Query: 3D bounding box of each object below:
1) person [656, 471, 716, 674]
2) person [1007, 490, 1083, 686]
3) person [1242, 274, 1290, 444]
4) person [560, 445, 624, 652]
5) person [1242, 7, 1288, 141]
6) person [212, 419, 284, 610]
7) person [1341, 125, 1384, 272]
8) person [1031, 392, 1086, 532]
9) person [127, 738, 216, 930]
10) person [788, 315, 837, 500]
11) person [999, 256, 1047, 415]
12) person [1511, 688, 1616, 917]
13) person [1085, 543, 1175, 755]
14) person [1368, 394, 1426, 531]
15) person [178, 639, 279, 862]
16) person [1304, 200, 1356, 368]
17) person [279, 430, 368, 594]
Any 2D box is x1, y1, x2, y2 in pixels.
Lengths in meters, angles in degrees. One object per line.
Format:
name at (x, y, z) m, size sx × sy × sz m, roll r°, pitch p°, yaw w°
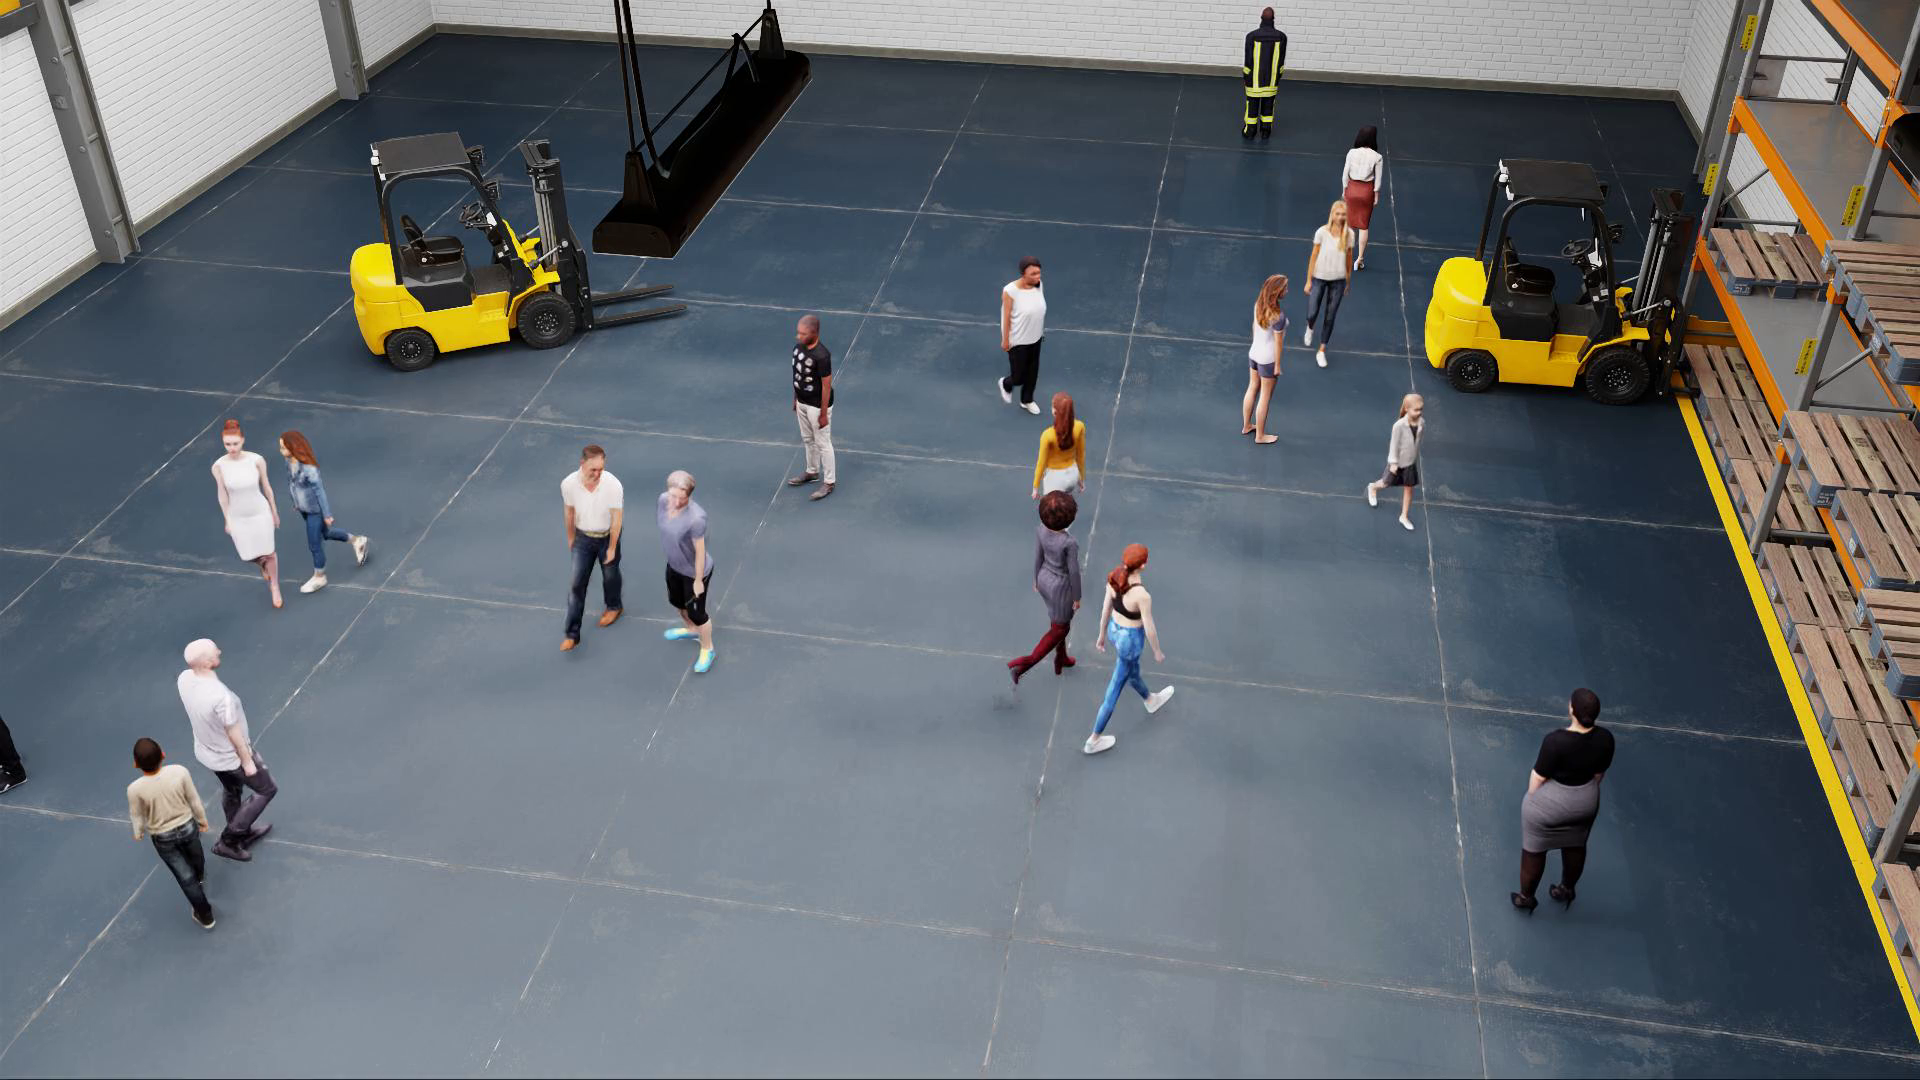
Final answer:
person at (-2.115, 0.197, 13.013) m, size 0.929 × 1.848 × 0.942 m, roll -19°, pitch 38°, yaw -27°
person at (0.684, 0.428, 12.810) m, size 1.063 × 1.688 × 0.956 m, roll -26°, pitch 41°, yaw -33°
person at (2.942, -1.760, 16.066) m, size 0.741 × 1.728 × 0.649 m, roll -13°, pitch 36°, yaw -19°
person at (-2.861, -0.043, 13.419) m, size 0.713 × 1.798 × 1.044 m, roll 6°, pitch 34°, yaw 10°
person at (4.210, -6.490, 23.095) m, size 0.802 × 1.823 × 0.748 m, roll -2°, pitch 34°, yaw -2°
person at (-5.828, -0.224, 13.707) m, size 0.776 × 1.780 × 0.866 m, roll -11°, pitch 35°, yaw -16°
person at (4.661, -3.993, 19.405) m, size 0.635 × 1.751 × 0.572 m, roll 12°, pitch 35°, yaw 18°
person at (0.905, -0.433, 14.059) m, size 0.794 × 1.740 × 0.855 m, roll -19°, pitch 38°, yaw -26°
person at (-5.059, 1.932, 10.770) m, size 0.919 × 1.441 × 0.922 m, roll 28°, pitch 43°, yaw 35°
person at (-1.332, -1.252, 15.232) m, size 0.804 × 1.805 × 0.757 m, roll -24°, pitch 41°, yaw -32°
person at (0.608, -2.059, 16.564) m, size 0.839 × 1.675 × 0.902 m, roll -24°, pitch 40°, yaw -31°
person at (3.927, 1.718, 10.811) m, size 0.761 × 1.753 × 0.757 m, roll -6°, pitch 34°, yaw -9°
person at (1.133, 0.834, 12.147) m, size 1.148 × 1.746 × 1.100 m, roll -21°, pitch 39°, yaw -28°
person at (3.947, -0.755, 14.981) m, size 0.733 × 1.255 × 0.924 m, roll -9°, pitch 35°, yaw -13°
person at (-4.970, 1.464, 11.130) m, size 0.890 × 1.822 × 0.923 m, roll 20°, pitch 38°, yaw 27°
person at (3.848, -2.734, 17.465) m, size 0.663 × 1.802 × 0.809 m, roll 2°, pitch 34°, yaw 3°
person at (-5.425, -0.300, 14.116) m, size 0.861 × 1.455 × 1.036 m, roll 21°, pitch 39°, yaw 28°
